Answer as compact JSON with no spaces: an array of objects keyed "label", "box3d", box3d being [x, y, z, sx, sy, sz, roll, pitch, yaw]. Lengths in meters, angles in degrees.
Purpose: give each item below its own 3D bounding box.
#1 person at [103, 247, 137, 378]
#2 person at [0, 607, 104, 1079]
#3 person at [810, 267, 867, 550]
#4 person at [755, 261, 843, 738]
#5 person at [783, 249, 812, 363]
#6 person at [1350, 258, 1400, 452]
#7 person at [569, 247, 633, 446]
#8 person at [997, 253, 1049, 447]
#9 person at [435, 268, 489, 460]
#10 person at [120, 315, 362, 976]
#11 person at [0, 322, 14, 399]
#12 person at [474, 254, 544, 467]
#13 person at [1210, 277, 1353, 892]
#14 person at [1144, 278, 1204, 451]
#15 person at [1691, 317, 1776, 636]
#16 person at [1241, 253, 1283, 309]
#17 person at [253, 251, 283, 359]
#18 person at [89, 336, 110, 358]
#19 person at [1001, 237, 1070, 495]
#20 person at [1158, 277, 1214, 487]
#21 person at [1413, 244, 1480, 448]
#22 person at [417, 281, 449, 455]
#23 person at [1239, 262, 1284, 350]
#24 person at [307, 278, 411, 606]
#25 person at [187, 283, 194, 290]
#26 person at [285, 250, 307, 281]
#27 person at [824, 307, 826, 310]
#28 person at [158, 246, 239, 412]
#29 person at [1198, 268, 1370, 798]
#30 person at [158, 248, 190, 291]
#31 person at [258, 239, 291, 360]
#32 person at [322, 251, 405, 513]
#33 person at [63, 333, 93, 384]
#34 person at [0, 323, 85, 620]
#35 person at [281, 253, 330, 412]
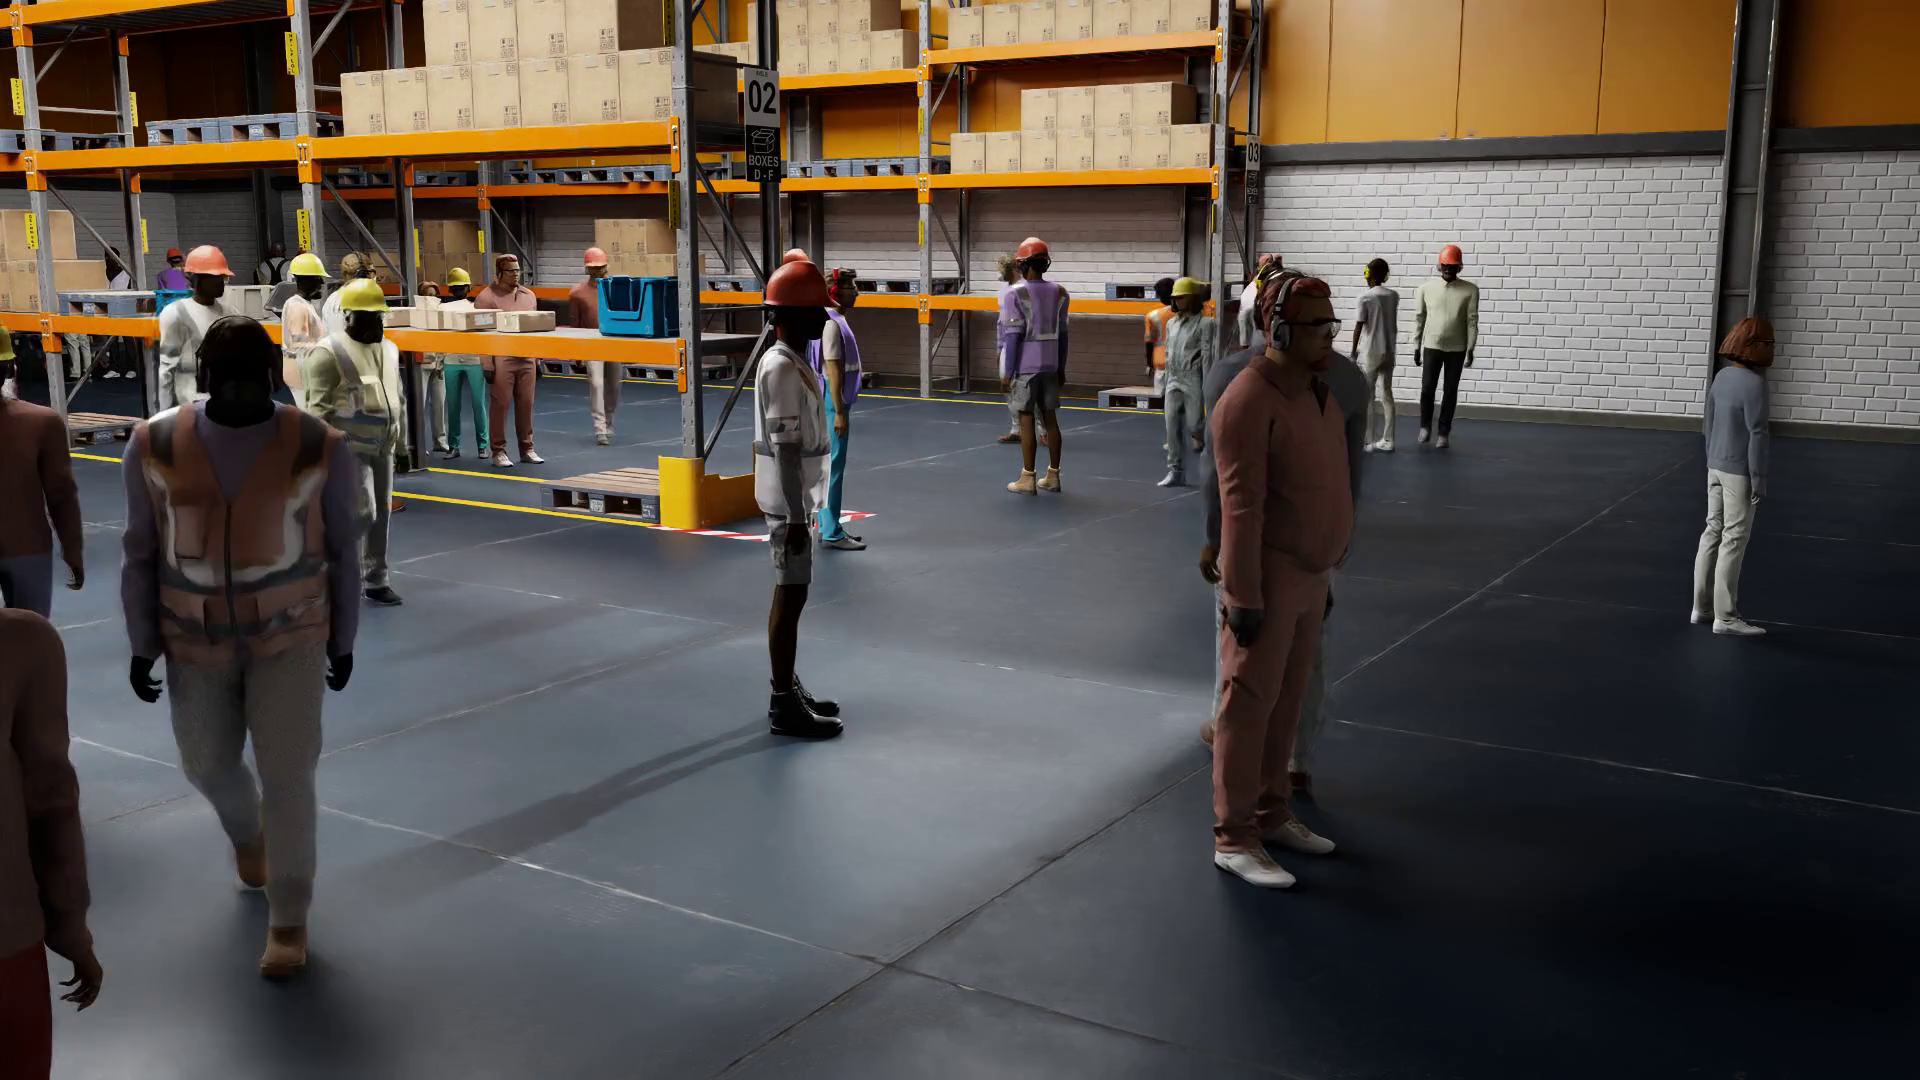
[{"label":"person","box3d":[-12.406,-3.344,24.498,0.593,1.920,0.391,0,10,2]},{"label":"person","box3d":[-1.638,0.681,2.628,0.330,1.765,0.533,10,14,43]},{"label":"person","box3d":[-0.828,-0.862,10.939,0.387,1.847,0.563,-1,10,-6]},{"label":"person","box3d":[-0.660,-0.165,6.831,0.359,1.938,0.547,-1,10,-5]},{"label":"person","box3d":[-1.510,-1.714,15.404,0.349,1.942,0.545,6,12,31]},{"label":"person","box3d":[3.974,-1.759,15.912,0.614,1.853,0.372,-4,11,-22]},{"label":"person","box3d":[-3.607,-1.963,16.743,0.611,1.964,0.951,-4,11,-19]},{"label":"person","box3d":[0.646,-1.871,16.435,0.445,1.900,0.761,-6,12,-29]},{"label":"person","box3d":[-4.588,-1.622,15.380,0.527,1.768,0.313,-1,10,-5]},{"label":"person","box3d":[-2.043,0.261,4.795,0.624,1.821,0.810,-2,10,-13]},{"label":"person","box3d":[-6.540,-0.890,10.904,0.581,1.918,0.502,-8,13,-39]},{"label":"person","box3d":[-4.014,-1.602,14.922,0.401,1.900,0.635,8,13,36]},{"label":"person","box3d":[1.042,0.128,5.295,0.399,1.908,0.643,7,12,34]},{"label":"person","box3d":[2.057,-1.670,15.917,0.619,1.666,0.322,0,10,1]},{"label":"person","box3d":[4.015,-0.331,8.594,0.265,1.632,0.507,0,10,-2]},{"label":"person","box3d":[2.923,-1.777,15.894,0.400,1.896,0.648,-3,11,-15]},{"label":"person","box3d":[-11.608,-3.963,28.156,0.619,1.839,0.430,-6,12,-30]},{"label":"person","box3d":[-14.946,-3.964,28.724,0.270,1.632,0.508,8,13,38]},{"label":"person","box3d":[0.581,-1.384,13.295,0.613,2.041,0.393,-7,12,-34]},{"label":"person","box3d":[1.909,-1.302,13.712,0.616,1.721,0.492,-10,14,-44]},{"label":"person","box3d":[4.725,-1.878,16.209,0.605,1.974,0.439,2,11,13]},{"label":"person","box3d":[-5.029,-1.627,15.762,0.310,1.636,0.523,7,12,34]},{"label":"person","box3d":[2.297,-1.121,12.349,0.493,1.865,0.329,-4,11,-22]},{"label":"person","box3d":[-3.285,-0.518,9.123,0.485,1.820,0.611,4,11,22]},{"label":"person","box3d":[-10.514,-3.065,23.296,0.873,1.805,0.595,6,12,31]},{"label":"person","box3d":[-10.002,-3.496,25.430,0.354,1.886,0.573,6,12,32]},{"label":"person","box3d":[-1.608,-2.050,17.943,0.540,1.696,0.315,-9,13,-40]},{"label":"person","box3d":[-4.954,-0.936,10.985,1.059,1.987,0.624,3,11,17]},{"label":"person","box3d":[1.162,-0.050,6.254,0.662,1.910,0.830,-2,10,-9]},{"label":"person","box3d":[-11.717,-3.422,24.983,0.616,1.903,0.608,-4,11,-23]},{"label":"person","box3d":[-11.468,-4.070,28.182,0.684,2.000,0.538,0,10,-2]},{"label":"person","box3d":[-4.430,-1.153,12.304,0.636,1.938,0.354,7,13,35]},{"label":"person","box3d":[-12.575,-3.125,23.549,0.403,1.825,0.586,2,10,9]},{"label":"person","box3d":[-3.465,0.068,6.027,0.546,1.751,0.450,-9,13,-40]},{"label":"person","box3d":[-5.027,-1.243,12.868,0.389,1.922,0.589,-3,11,-17]}]
